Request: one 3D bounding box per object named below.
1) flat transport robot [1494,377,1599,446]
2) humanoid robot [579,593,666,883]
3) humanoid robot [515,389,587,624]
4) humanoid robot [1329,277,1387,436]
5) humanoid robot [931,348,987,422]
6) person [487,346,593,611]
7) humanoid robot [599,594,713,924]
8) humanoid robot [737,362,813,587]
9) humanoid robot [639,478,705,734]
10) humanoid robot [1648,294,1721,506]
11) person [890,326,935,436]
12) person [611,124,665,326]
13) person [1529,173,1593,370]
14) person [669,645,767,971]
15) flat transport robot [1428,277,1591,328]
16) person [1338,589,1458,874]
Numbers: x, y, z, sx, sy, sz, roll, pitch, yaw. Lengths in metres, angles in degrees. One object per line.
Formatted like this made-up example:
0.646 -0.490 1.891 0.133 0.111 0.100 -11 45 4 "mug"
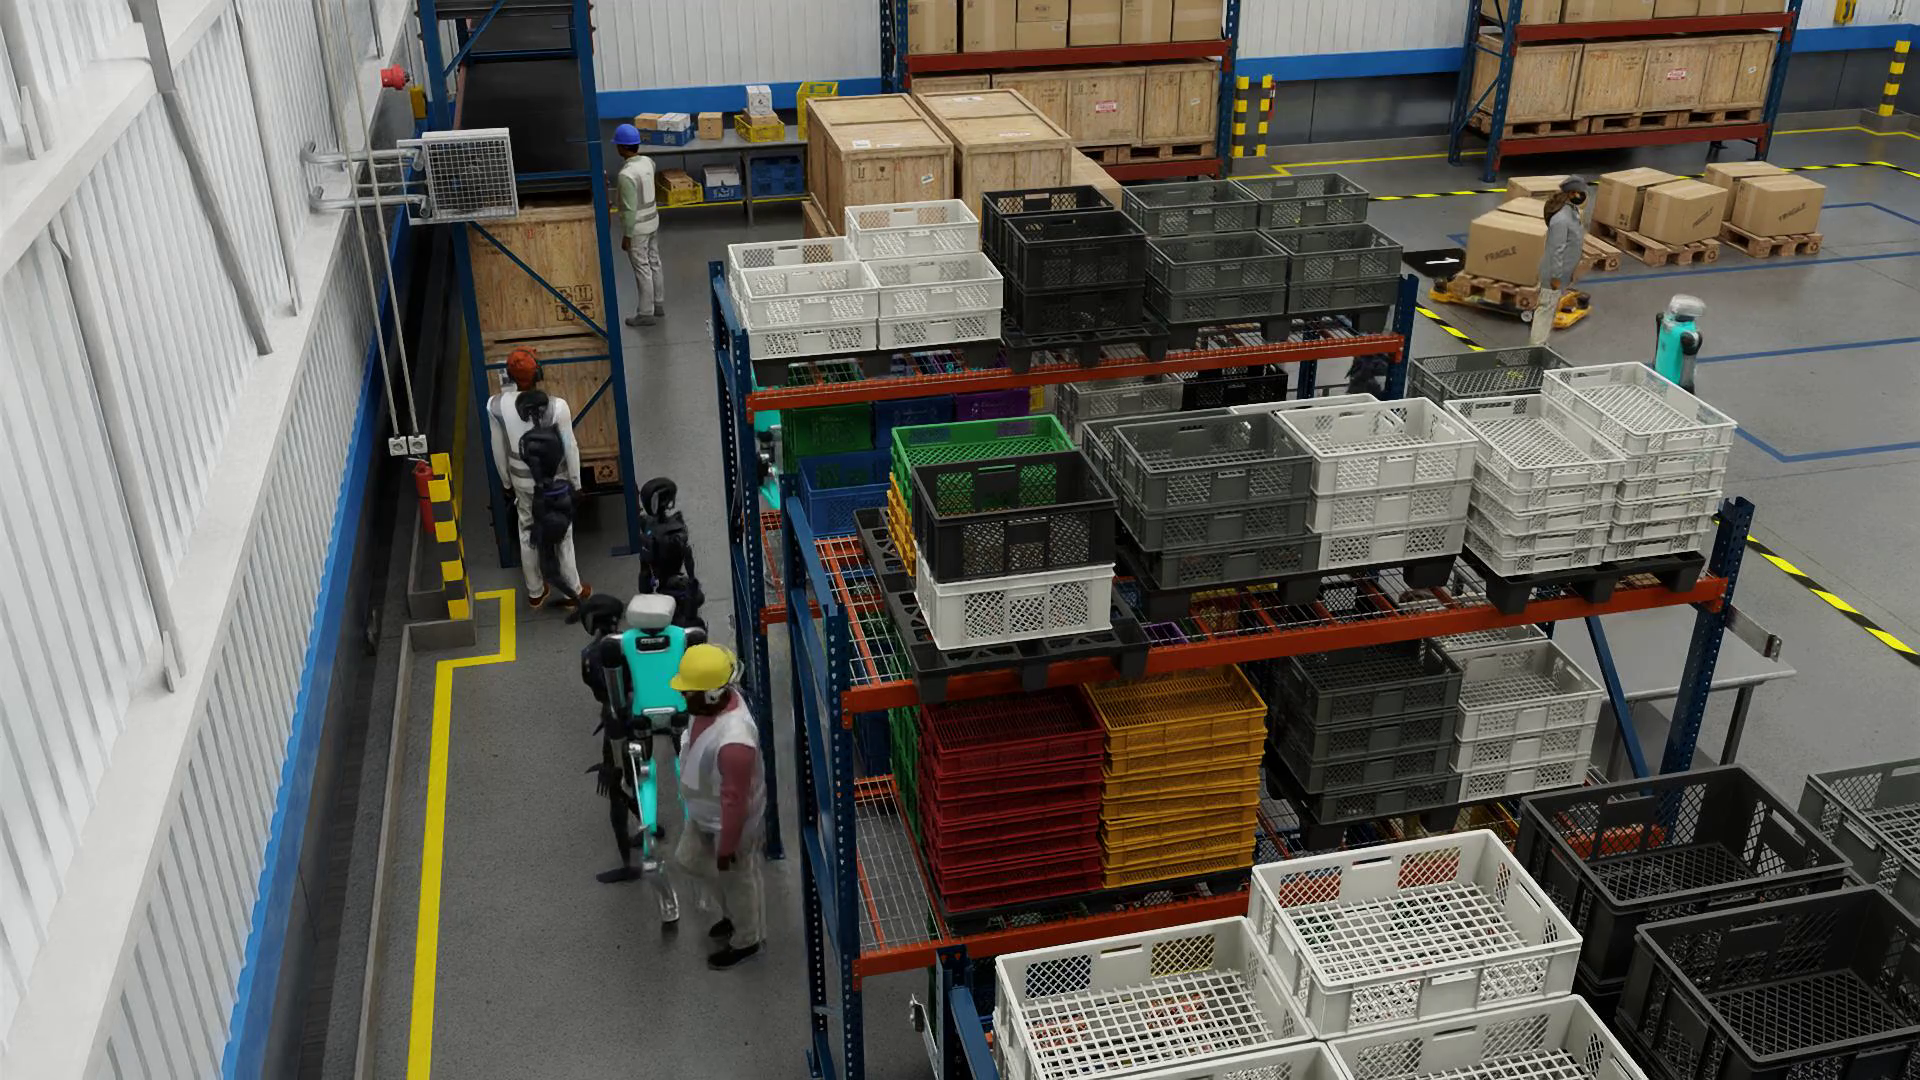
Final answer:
4.780 -1.036 14.013 0.659 0.231 1.431 -6 28 -12 "flat transport robot"
-1.785 1.001 8.645 0.347 1.656 0.591 -5 28 -10 "humanoid robot"
-2.668 -0.228 10.984 0.387 1.661 0.588 -1 28 -2 "humanoid robot"
3.138 -1.317 13.072 0.748 1.631 0.589 2 28 3 "humanoid robot"
0.114 -0.574 11.459 0.530 1.690 0.744 -11 30 -21 "humanoid robot"
-2.786 -0.392 11.058 0.573 1.884 0.356 3 28 6 "person"
-1.458 1.205 8.201 0.539 1.763 0.836 -4 28 -7 "humanoid robot"
-1.156 -0.440 11.255 0.544 1.752 0.679 -14 31 -25 "humanoid robot"
-1.662 0.411 9.799 0.517 1.658 0.603 -24 36 -38 "humanoid robot"
5.404 -1.001 12.227 0.735 1.677 0.533 -2 28 -3 "humanoid robot"
-0.226 -0.920 11.938 0.900 1.996 0.641 -2 28 -4 "person"
-3.090 -3.020 15.975 0.387 1.949 0.602 6 28 12 "person"
5.400 -2.443 15.071 0.399 1.769 0.560 14 31 24 "person"
-1.147 1.289 7.944 0.441 1.811 0.601 -12 30 -22 "person"
5.508 -2.447 16.659 1.431 0.197 0.652 21 34 34 "flat transport robot"
2.203 1.058 8.352 0.621 1.844 0.429 -2 28 -4 "person"
